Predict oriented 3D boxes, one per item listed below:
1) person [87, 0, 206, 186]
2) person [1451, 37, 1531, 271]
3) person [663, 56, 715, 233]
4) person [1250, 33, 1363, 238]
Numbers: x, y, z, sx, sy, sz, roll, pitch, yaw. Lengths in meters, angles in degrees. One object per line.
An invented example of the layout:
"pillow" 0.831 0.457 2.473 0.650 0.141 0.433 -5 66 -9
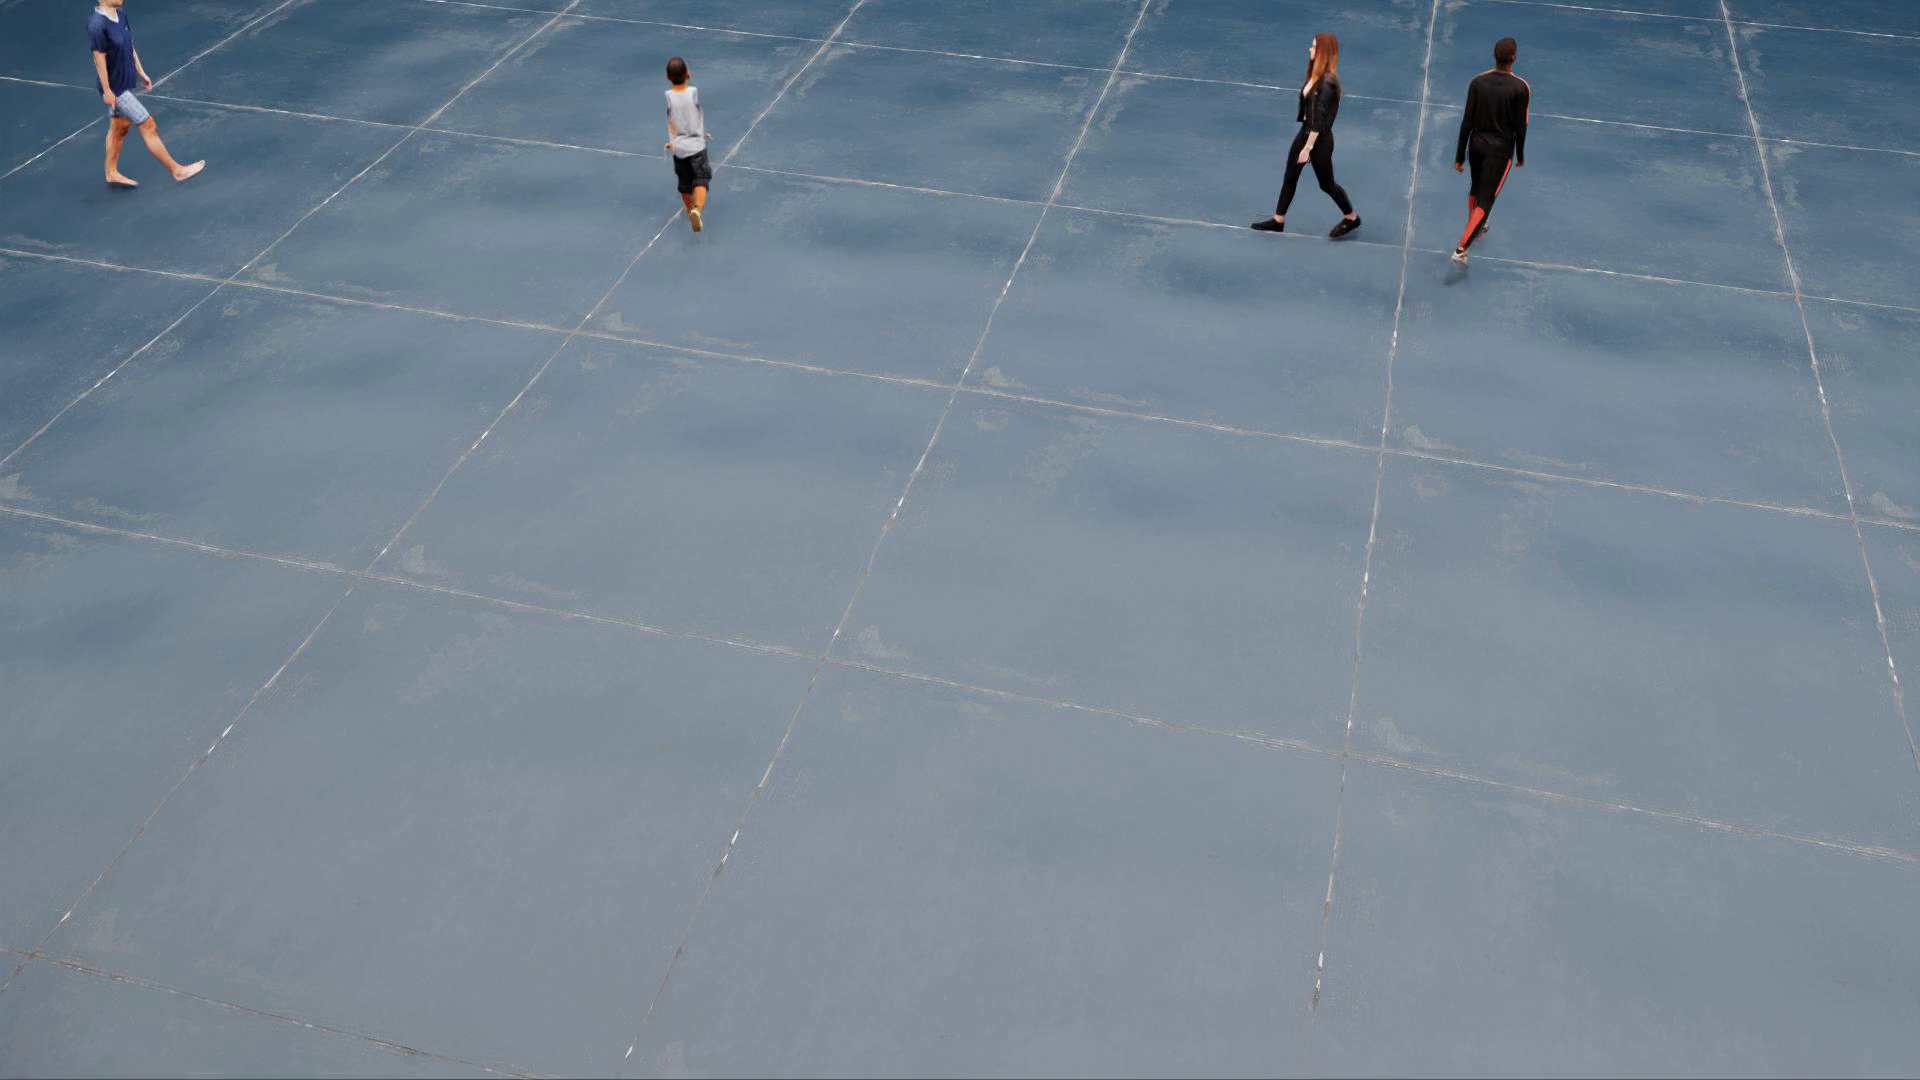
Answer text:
"person" -7.134 -3.788 13.948 0.966 1.787 1.115 1 38 1
"person" 4.078 -2.962 12.902 0.931 1.776 1.267 25 44 28
"person" -2.217 -3.246 13.536 0.748 1.442 0.952 -4 38 -4
"person" 2.931 -3.169 13.241 0.913 1.683 1.135 -1 38 -2
